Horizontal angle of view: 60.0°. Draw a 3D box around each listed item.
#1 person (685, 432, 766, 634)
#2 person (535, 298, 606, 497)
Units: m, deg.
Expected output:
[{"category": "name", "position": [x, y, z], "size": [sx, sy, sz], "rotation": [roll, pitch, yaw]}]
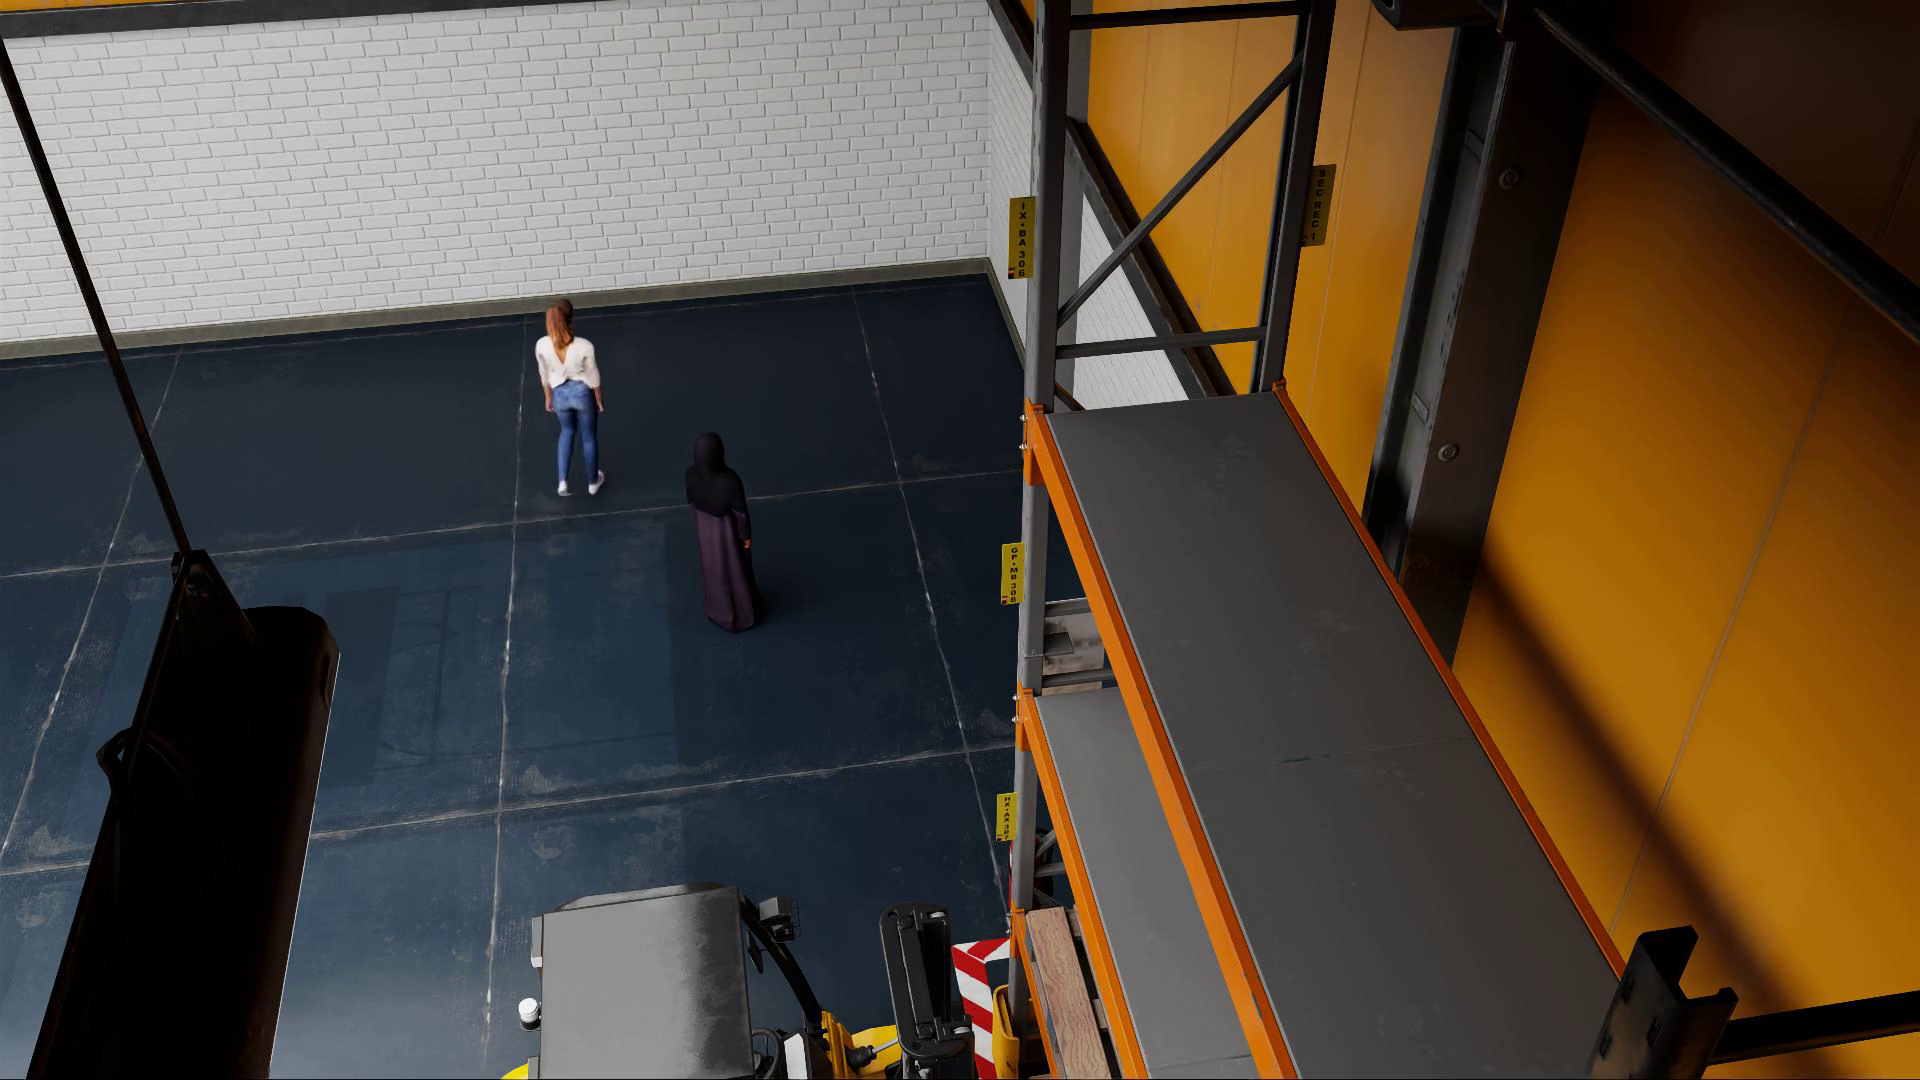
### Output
[{"category": "person", "position": [-1.644, -0.073, 11.437], "size": [0.704, 1.614, 0.743], "rotation": [15, 41, 18]}, {"category": "person", "position": [-2.929, -1.005, 12.525], "size": [0.737, 1.711, 0.864], "rotation": [5, 39, 6]}]
